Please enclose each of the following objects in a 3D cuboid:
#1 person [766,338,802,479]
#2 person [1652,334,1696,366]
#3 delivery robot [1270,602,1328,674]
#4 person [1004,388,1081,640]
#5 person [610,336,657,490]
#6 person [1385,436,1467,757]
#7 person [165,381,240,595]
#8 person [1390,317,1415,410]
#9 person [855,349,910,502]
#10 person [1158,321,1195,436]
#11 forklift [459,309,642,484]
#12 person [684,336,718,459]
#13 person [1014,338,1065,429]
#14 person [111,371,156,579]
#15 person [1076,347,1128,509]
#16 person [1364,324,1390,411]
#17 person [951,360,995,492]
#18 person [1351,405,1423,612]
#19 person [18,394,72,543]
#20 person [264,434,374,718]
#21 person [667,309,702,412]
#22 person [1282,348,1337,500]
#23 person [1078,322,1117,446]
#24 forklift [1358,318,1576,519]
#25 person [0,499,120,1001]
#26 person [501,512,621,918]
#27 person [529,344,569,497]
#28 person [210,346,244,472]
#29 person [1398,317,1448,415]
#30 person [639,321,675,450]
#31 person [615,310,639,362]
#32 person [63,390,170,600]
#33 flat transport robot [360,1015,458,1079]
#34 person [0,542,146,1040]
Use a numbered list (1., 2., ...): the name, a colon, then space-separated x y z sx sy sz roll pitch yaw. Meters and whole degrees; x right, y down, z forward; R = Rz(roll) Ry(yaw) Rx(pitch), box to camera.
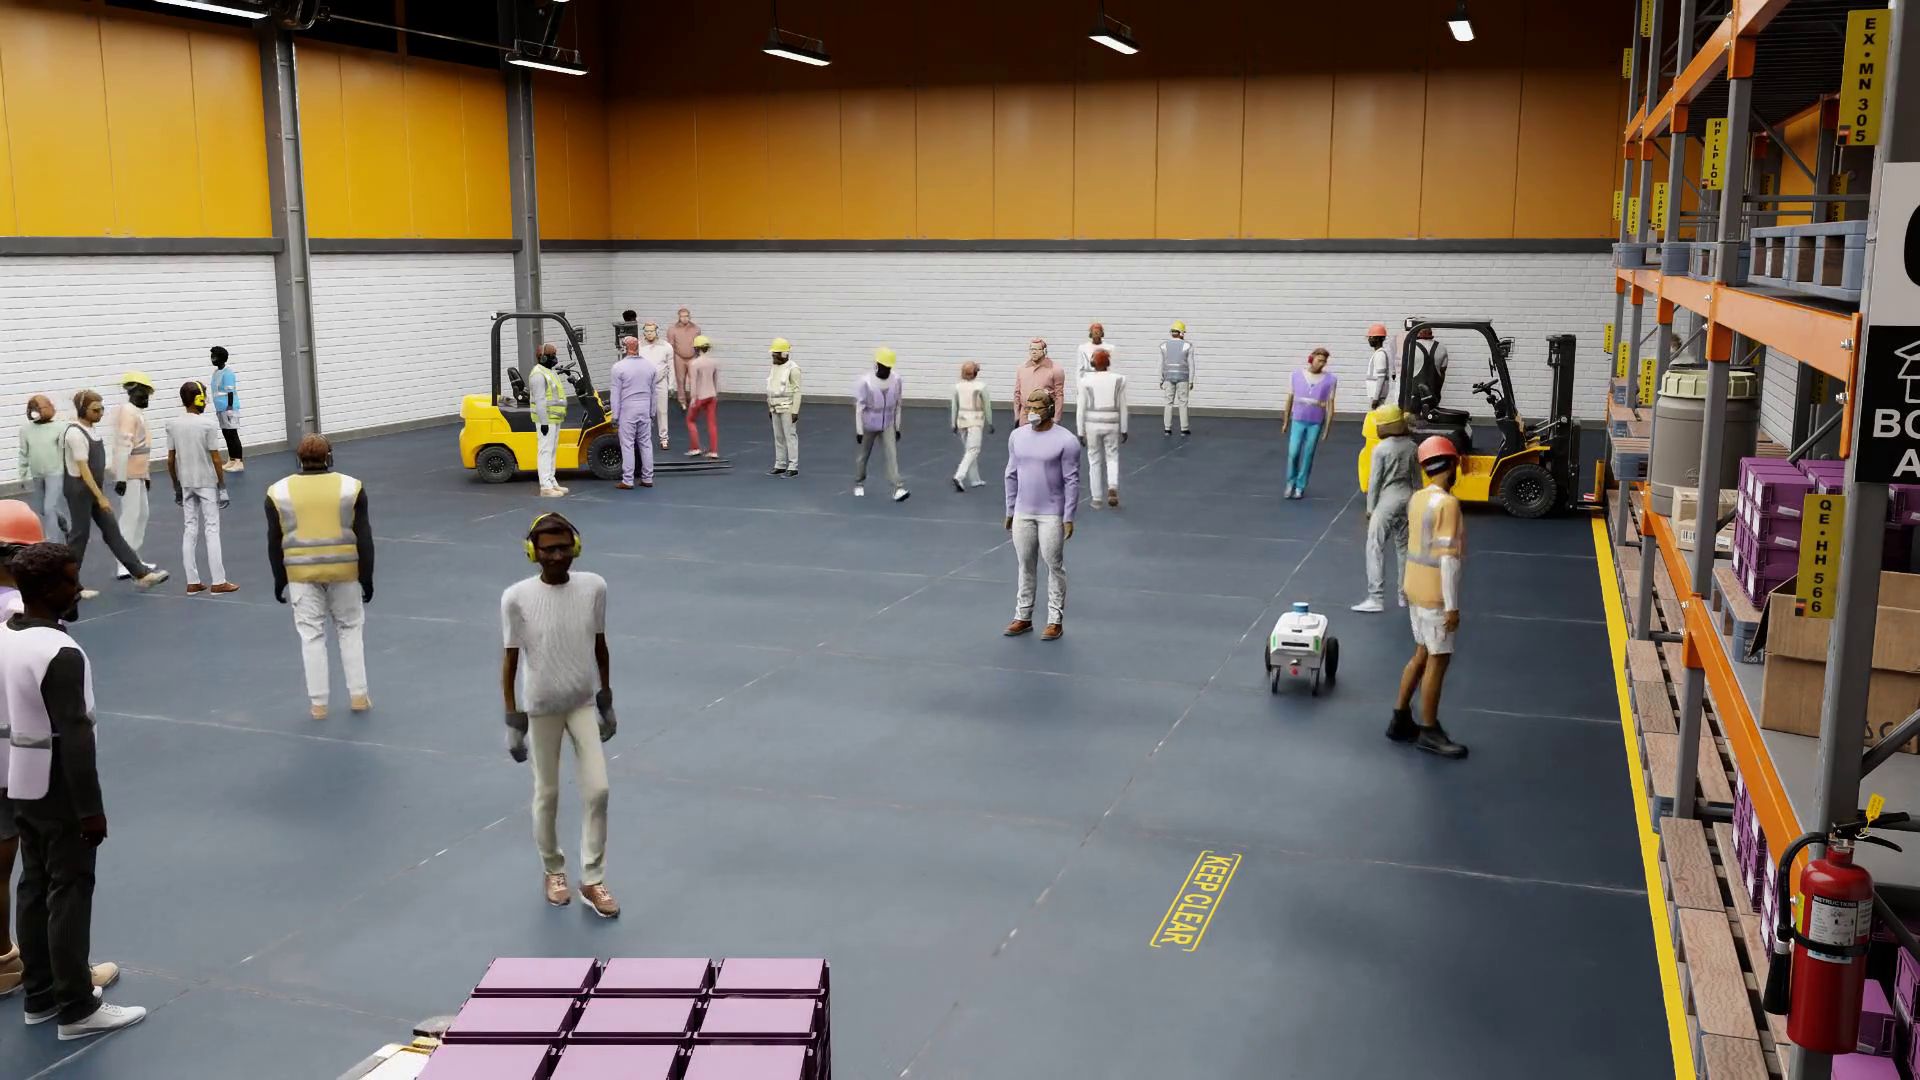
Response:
1. person: -2.313 -1.717 21.683 0.404 1.827 0.599 -9 13 -41
2. person: 9.236 -1.737 21.652 0.646 1.892 1.015 2 10 13
3. delivery robot: 2.352 0.677 11.513 0.477 0.478 0.707 3 10 16
4. person: 0.620 -0.199 12.826 0.627 1.941 0.371 6 12 30
5. person: -4.081 -1.581 20.734 0.401 1.903 0.645 10 14 43
6. person: 2.807 0.342 9.928 0.418 1.892 0.604 0 10 0
7. person: -6.599 -0.448 14.442 0.519 1.865 0.326 2 10 9
8. person: 7.454 -2.781 27.643 0.430 1.843 0.625 -10 14 -43
9. person: -0.962 -1.370 19.800 0.602 1.812 1.147 -5 11 -26
10. person: 3.452 -2.567 26.494 0.592 1.822 0.404 4 11 22
11. forklift: -5.354 -1.902 21.697 2.313 2.155 1.214 -2 10 -13
12. person: -3.700 -2.027 23.656 0.639 1.743 0.560 8 13 37
13. person: 0.941 -1.507 20.286 0.642 1.909 0.408 4 11 24
14. person: -7.593 -0.599 15.264 0.445 1.876 0.758 -3 11 -19
15. person: 1.628 -1.262 19.000 0.605 1.869 0.569 -1 10 -3
16. person: 5.788 -2.031 23.190 0.385 1.928 0.575 3 10 16
17. person: 0.101 -1.417 20.617 0.522 1.608 0.786 7 12 35
18. person: 3.581 -0.266 13.859 0.806 1.712 0.356 -5 11 -27
19. person: -8.860 -0.630 16.199 0.509 1.604 0.736 1 10 5
20. person: -4.122 0.234 10.754 0.636 1.824 0.521 -4 11 -20
21. person: -4.951 -3.235 30.089 0.679 1.867 0.893 -3 11 -18
22. person: 4.142 -1.369 19.745 0.609 1.816 0.566 2 10 11
23. person: 2.074 -2.342 25.118 0.580 1.870 0.431 0 10 -1
24. forklift: 5.787 -1.437 19.079 2.313 2.155 1.214 3 11 19
25. person: -3.742 0.851 6.649 0.605 2.034 0.392 3 10 16
26. person: -1.771 0.795 7.490 0.548 1.844 0.719 -5 11 -28
27. person: -4.965 -1.445 20.120 0.429 1.844 0.626 0 10 -1
28. person: -9.846 -1.756 22.301 0.321 1.690 0.536 -9 14 -43
29. person: 6.417 -2.099 23.242 0.676 2.000 0.536 -2 10 -11
30. person: -4.549 -2.271 24.588 0.651 1.907 0.409 -1 10 -7
31. person: -5.576 -2.899 28.010 0.402 1.954 0.609 3 11 17
32. person: -7.309 -0.376 14.204 0.891 1.798 0.518 -1 10 -7
33. flat transport robot: -1.848 1.960 5.367 0.652 0.197 1.431 3 11 18
34. person: -3.485 0.957 6.374 0.596 1.916 0.372 8 13 36
